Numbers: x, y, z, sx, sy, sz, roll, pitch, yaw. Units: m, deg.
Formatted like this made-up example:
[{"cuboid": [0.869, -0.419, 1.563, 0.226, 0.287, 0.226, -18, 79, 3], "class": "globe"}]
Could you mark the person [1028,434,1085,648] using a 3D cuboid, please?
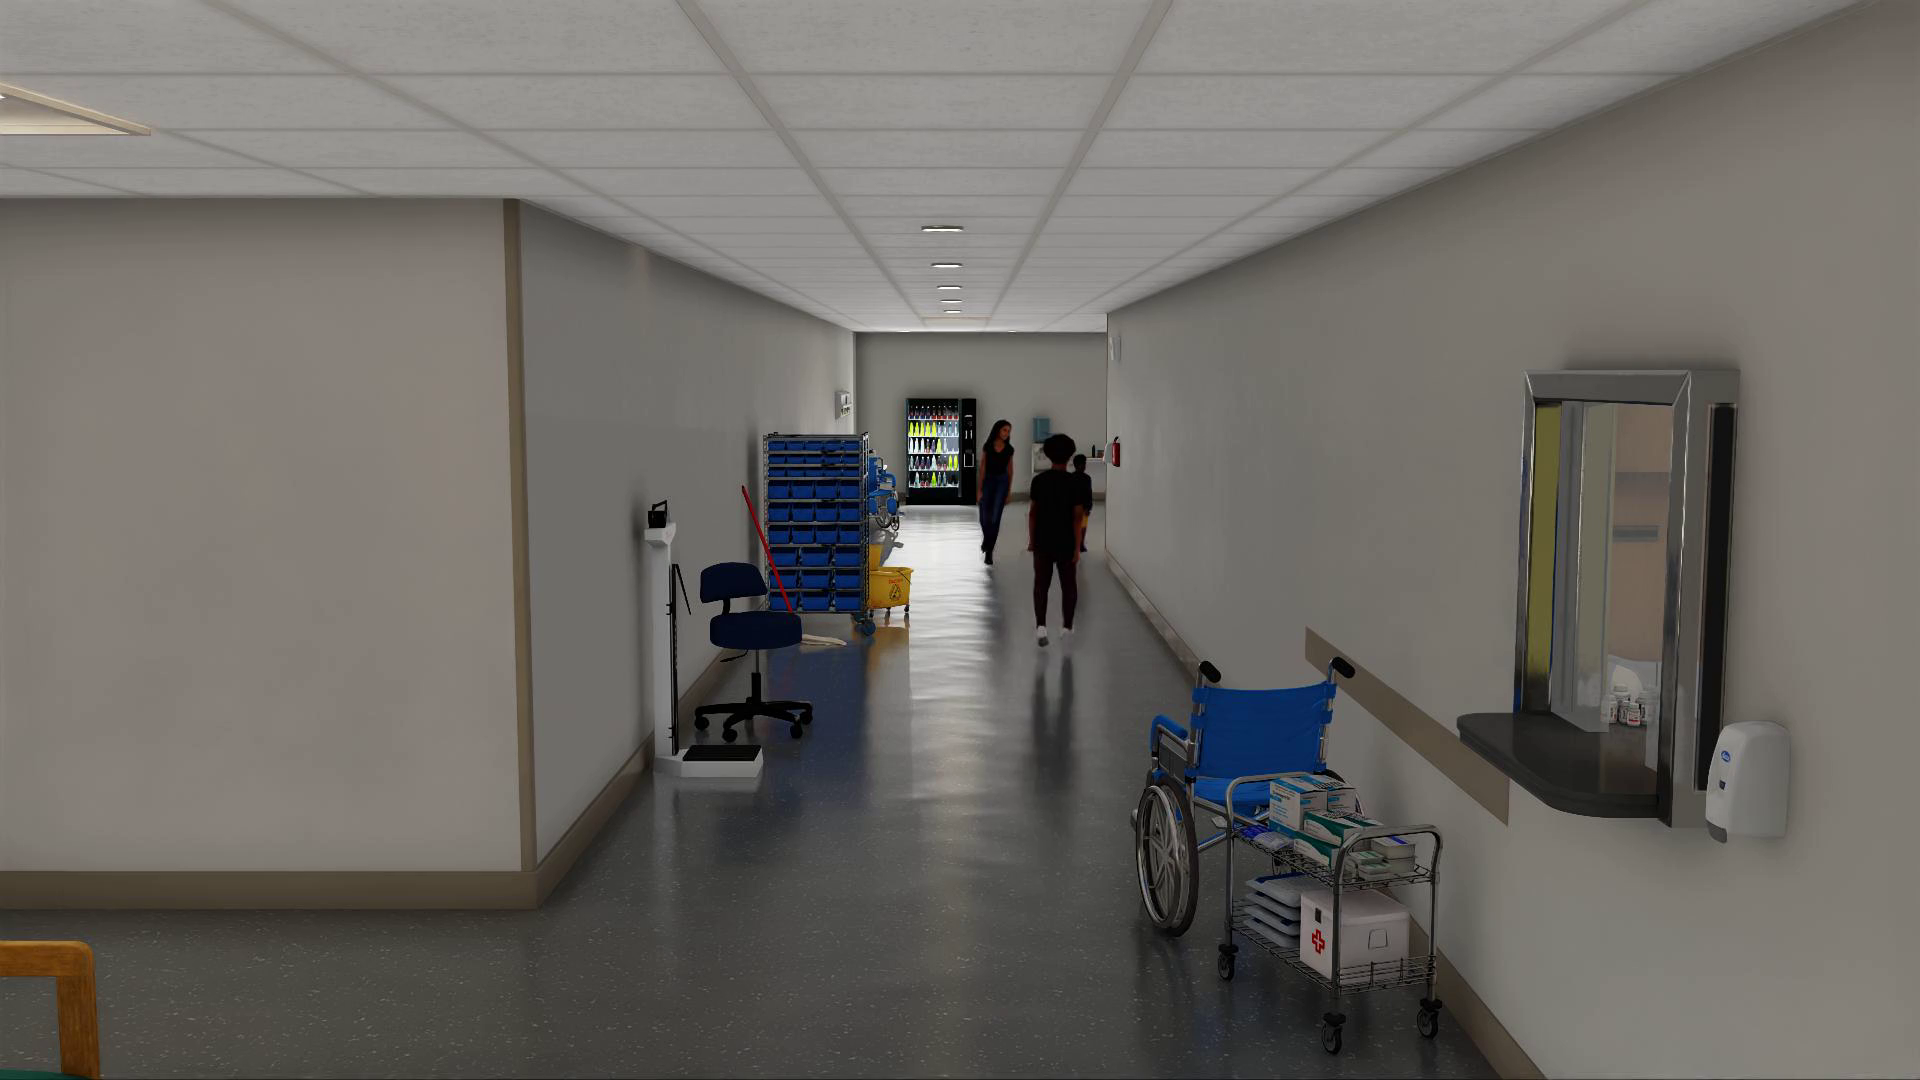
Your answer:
[{"cuboid": [0.764, 0.018, 13.782, 1.061, 1.755, 0.804, 1, 6, 9], "class": "person"}]

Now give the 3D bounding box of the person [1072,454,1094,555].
[{"cuboid": [1.454, -0.434, 20.769, 0.795, 1.256, 0.795, 3, 7, 31], "class": "person"}]

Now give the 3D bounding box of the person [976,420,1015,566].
[{"cuboid": [0.409, -0.561, 19.786, 0.857, 1.704, 0.658, 0, 6, 2], "class": "person"}]
